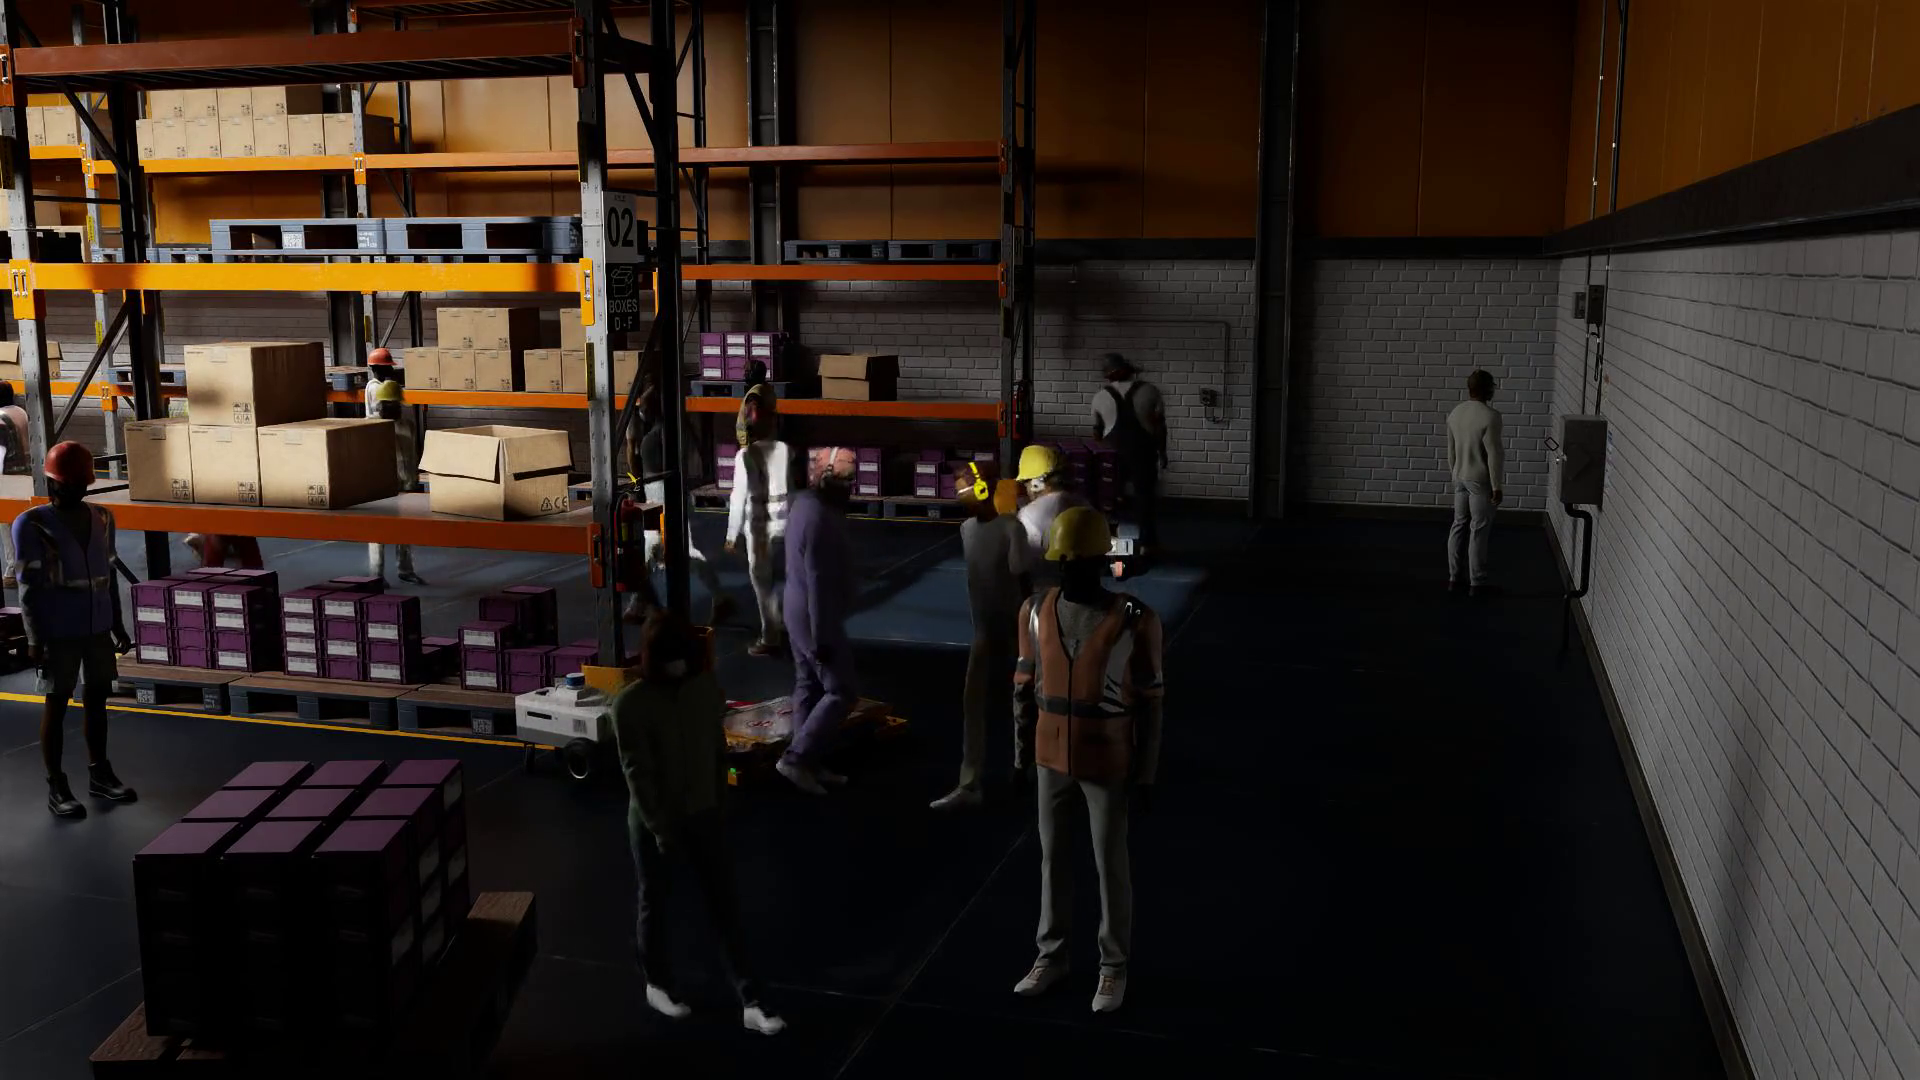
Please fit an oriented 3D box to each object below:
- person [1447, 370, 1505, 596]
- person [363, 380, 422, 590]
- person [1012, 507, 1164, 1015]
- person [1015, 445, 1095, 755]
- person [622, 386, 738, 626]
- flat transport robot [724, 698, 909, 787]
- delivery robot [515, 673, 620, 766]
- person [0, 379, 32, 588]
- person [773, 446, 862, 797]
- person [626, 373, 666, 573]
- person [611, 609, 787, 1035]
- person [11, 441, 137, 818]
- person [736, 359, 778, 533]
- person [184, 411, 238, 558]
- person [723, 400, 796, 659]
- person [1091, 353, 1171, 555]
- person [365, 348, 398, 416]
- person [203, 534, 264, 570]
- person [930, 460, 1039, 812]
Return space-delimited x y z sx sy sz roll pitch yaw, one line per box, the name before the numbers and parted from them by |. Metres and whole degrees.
person | 4.431 -0.489 14.270 0.372 1.940 0.631 -4 10 -23
person | -4.985 -0.490 14.595 0.404 1.830 0.601 7 12 37
person | 0.463 0.825 6.293 0.595 1.925 0.372 5 10 27
person | 0.507 0.354 9.532 0.443 1.800 0.610 8 12 40
person | -2.231 -0.249 12.952 0.976 1.904 0.639 3 10 18
flat transport robot | -1.002 1.107 9.609 0.652 0.197 1.431 7 12 37
delivery robot | -2.126 0.981 9.233 0.707 0.478 0.477 6 11 30
person | -8.388 -0.498 14.618 0.429 1.844 0.622 -1 9 -8
person | -0.727 0.439 8.776 0.403 1.881 0.687 -2 10 -15
person | -2.888 -0.615 15.324 0.329 1.842 0.509 4 10 21
person | -0.985 1.037 6.000 0.494 1.595 0.768 -7 12 -38
person | -4.547 0.449 8.584 0.374 1.928 0.542 5 11 28
person | -2.154 -0.990 17.617 0.429 1.845 0.621 1 9 6
person | -7.160 -0.691 15.888 0.632 1.822 0.522 9 13 44
person | -1.457 -0.070 11.948 0.498 1.870 0.579 5 11 29
person | 1.701 -0.870 16.282 0.820 2.000 0.533 2 9 11
person | -6.248 -1.108 18.045 0.359 1.938 0.547 -4 10 -22
person | -5.560 -0.099 12.540 0.894 1.726 0.538 2 10 14
person | 0.248 0.481 8.787 0.629 1.812 0.968 8 12 41
